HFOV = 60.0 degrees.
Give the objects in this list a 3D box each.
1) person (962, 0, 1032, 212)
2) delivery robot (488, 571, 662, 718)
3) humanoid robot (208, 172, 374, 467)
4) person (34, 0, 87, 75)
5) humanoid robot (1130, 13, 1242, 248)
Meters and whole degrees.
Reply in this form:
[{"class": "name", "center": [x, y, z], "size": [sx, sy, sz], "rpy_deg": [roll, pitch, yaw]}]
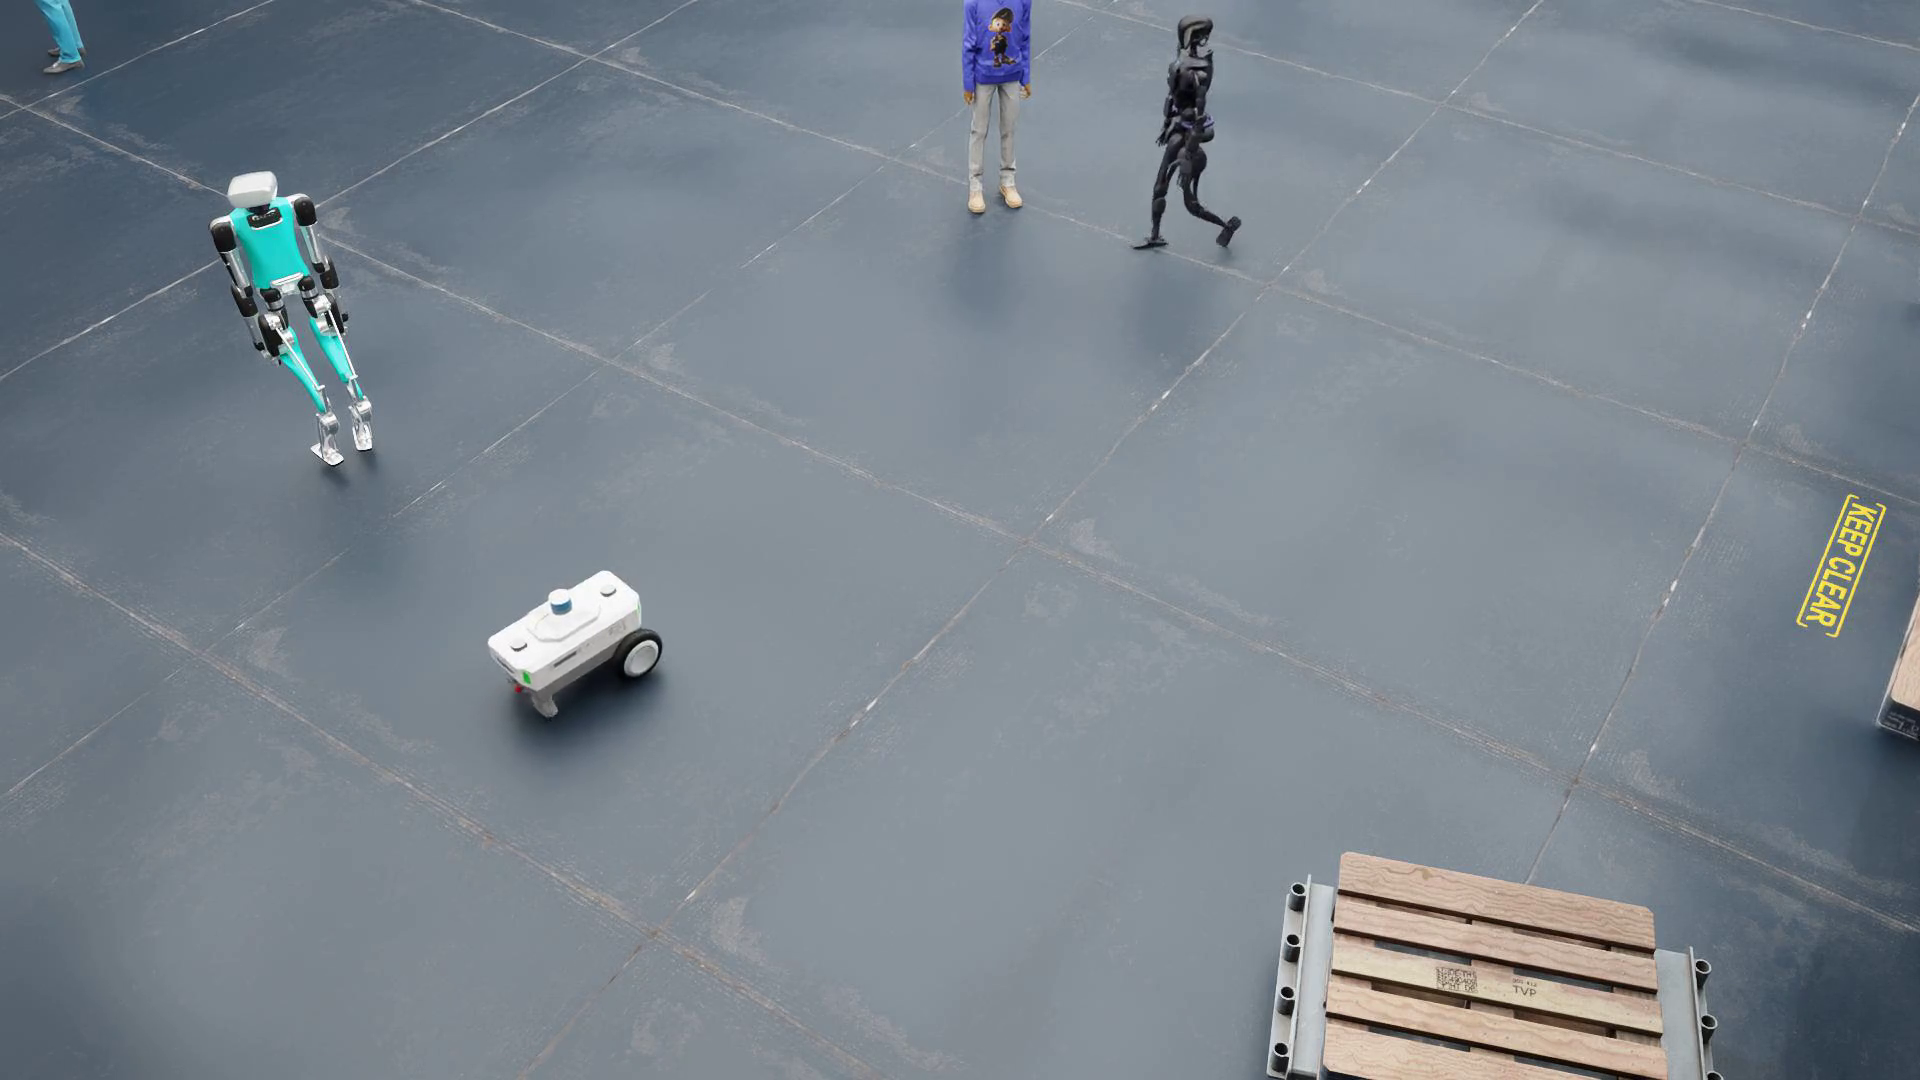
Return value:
[{"class": "person", "center": [0.249, -3.056, 11.000], "size": [0.471, 1.868, 0.350], "rpy_deg": [-10, 43, -11]}, {"class": "delivery robot", "center": [-1.870, 0.471, 8.048], "size": [0.523, 0.609, 0.780], "rpy_deg": [33, 51, 31]}, {"class": "humanoid robot", "center": [-3.439, -1.080, 8.788], "size": [0.533, 1.673, 0.735], "rpy_deg": [-25, 48, -26]}, {"class": "person", "center": [-7.050, -4.456, 12.582], "size": [0.389, 1.847, 0.563], "rpy_deg": [-9, 43, -10]}, {"class": "humanoid robot", "center": [1.502, -2.595, 10.652], "size": [0.701, 1.639, 0.583], "rpy_deg": [-9, 43, -10]}]
